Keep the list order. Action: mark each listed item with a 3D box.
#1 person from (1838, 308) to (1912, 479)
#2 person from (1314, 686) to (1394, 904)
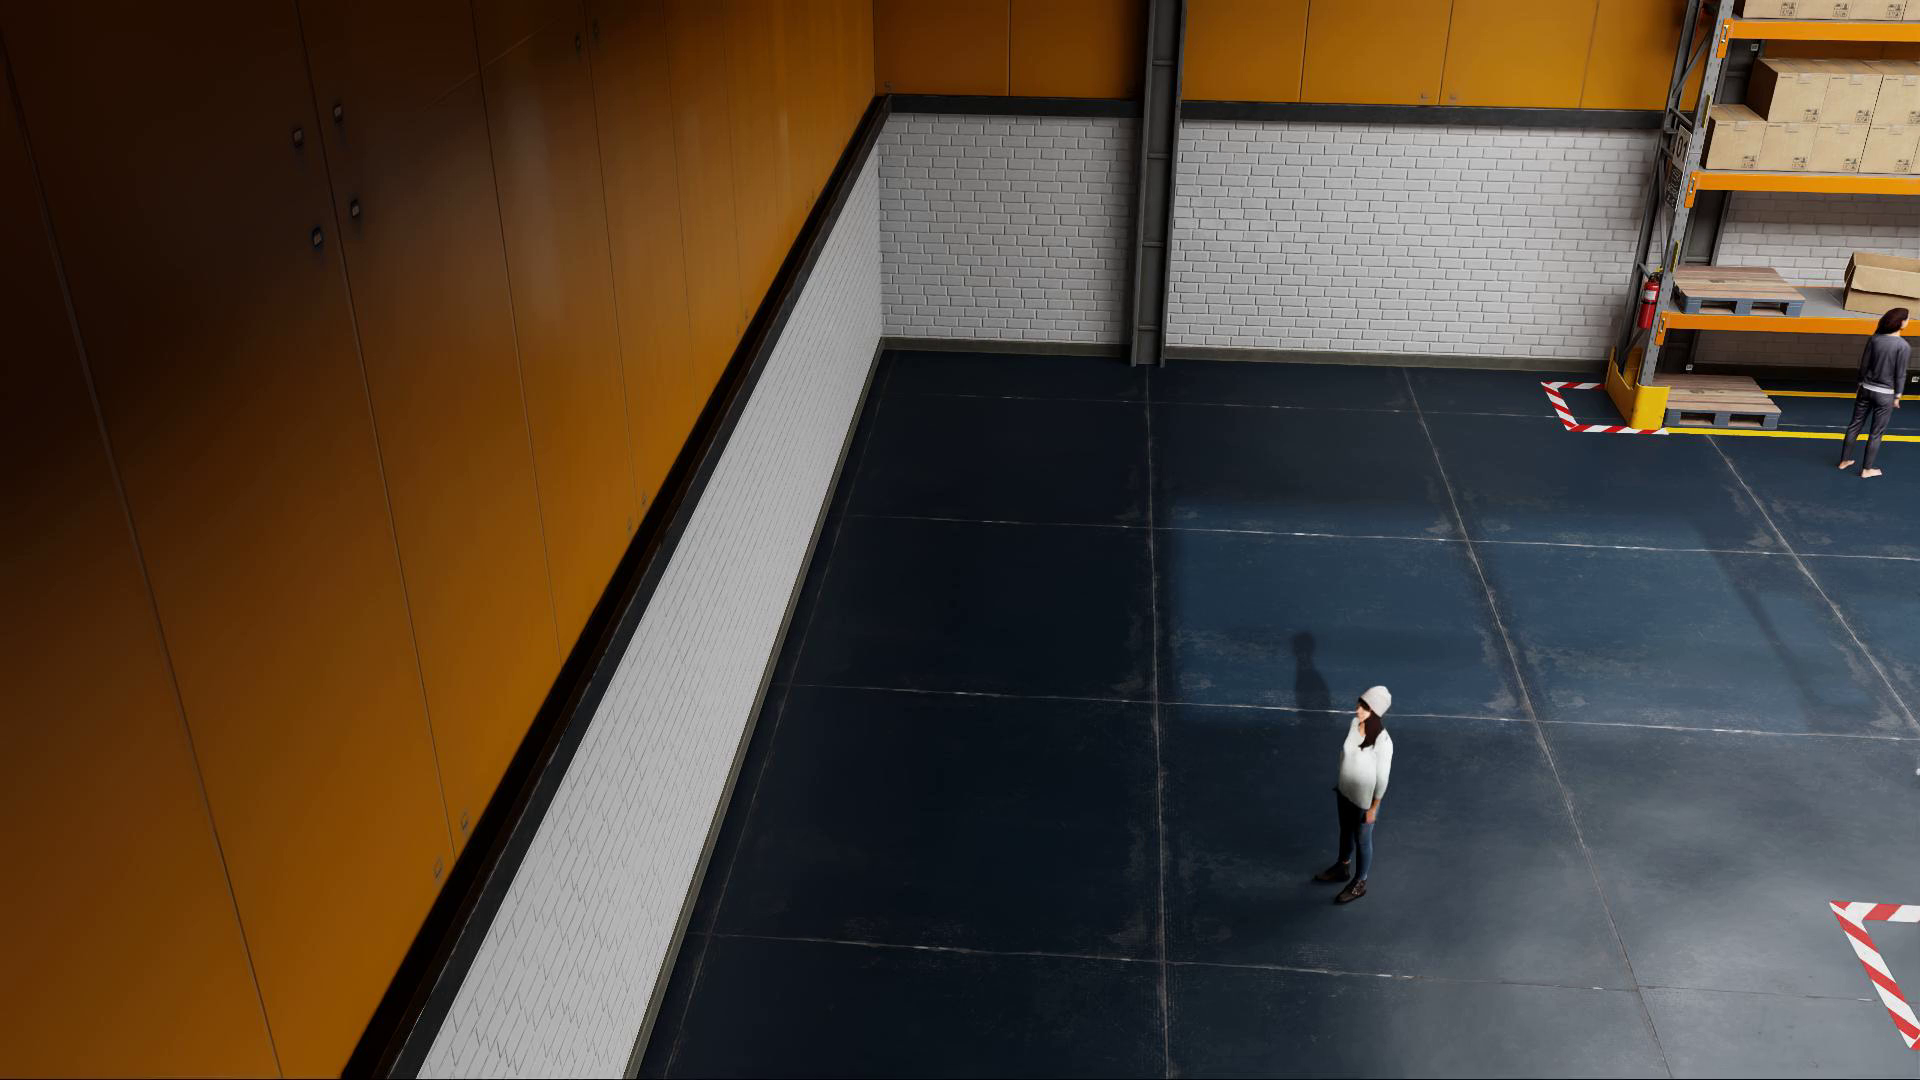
[{"bbox_3d":[9.238,-1.497,16.737,0.714,1.770,0.684,-17,33,-28],"label":"person"},{"bbox_3d":[2.658,1.669,11.064,0.655,1.645,0.645,-12,31,-21],"label":"person"}]
